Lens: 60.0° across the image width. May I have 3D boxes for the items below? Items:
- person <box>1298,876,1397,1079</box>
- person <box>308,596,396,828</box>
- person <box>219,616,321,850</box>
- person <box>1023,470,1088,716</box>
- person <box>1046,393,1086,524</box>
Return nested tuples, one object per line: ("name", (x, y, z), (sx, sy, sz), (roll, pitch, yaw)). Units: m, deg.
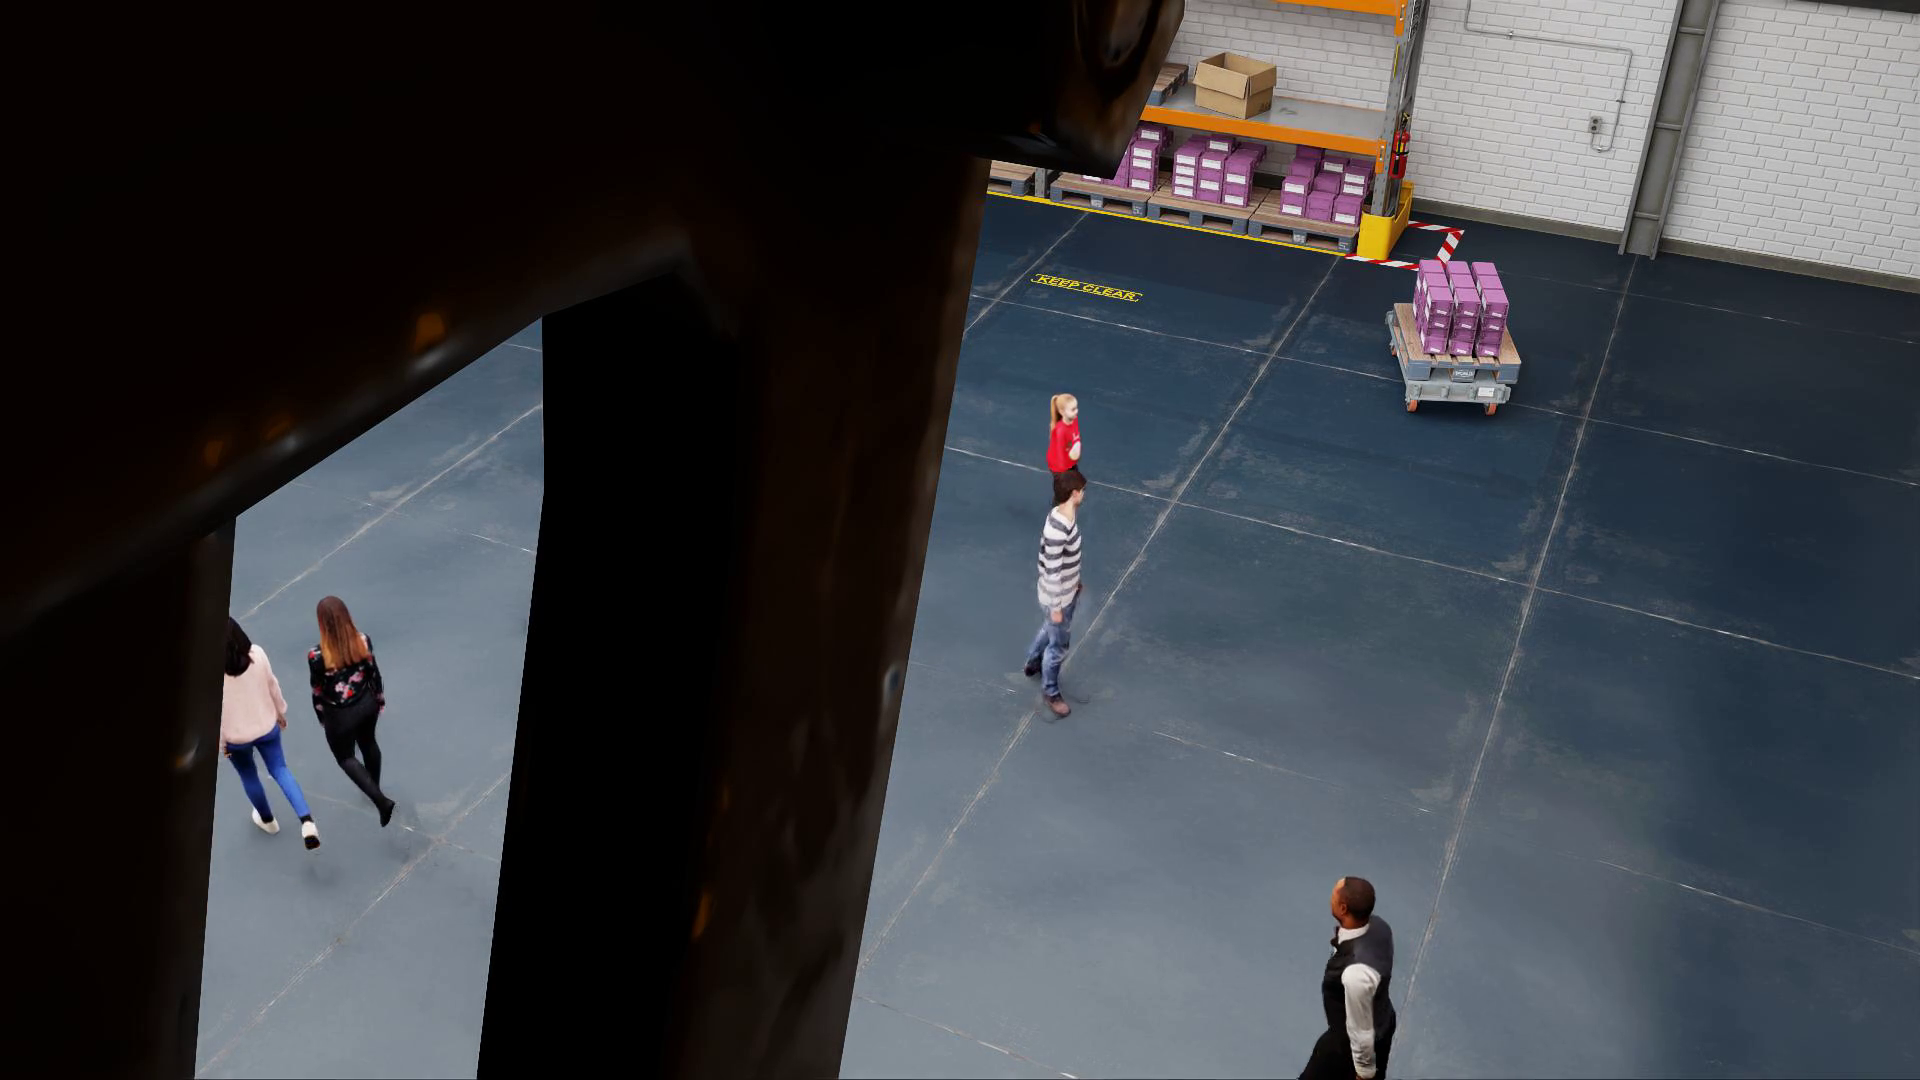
("person", (2.047, 2.514, 8.290), (0.796, 1.875, 0.718), (10, 35, 15))
("person", (-3.842, 1.118, 10.579), (0.785, 1.668, 0.983), (-28, 42, -35))
("person", (-4.364, 1.243, 10.315), (0.890, 1.750, 1.109), (-28, 43, -35))
("person", (0.675, 0.390, 11.542), (0.733, 1.813, 0.808), (15, 36, 21))
("person", (0.802, -0.636, 13.573), (0.495, 1.273, 0.495), (15, 36, 21))
